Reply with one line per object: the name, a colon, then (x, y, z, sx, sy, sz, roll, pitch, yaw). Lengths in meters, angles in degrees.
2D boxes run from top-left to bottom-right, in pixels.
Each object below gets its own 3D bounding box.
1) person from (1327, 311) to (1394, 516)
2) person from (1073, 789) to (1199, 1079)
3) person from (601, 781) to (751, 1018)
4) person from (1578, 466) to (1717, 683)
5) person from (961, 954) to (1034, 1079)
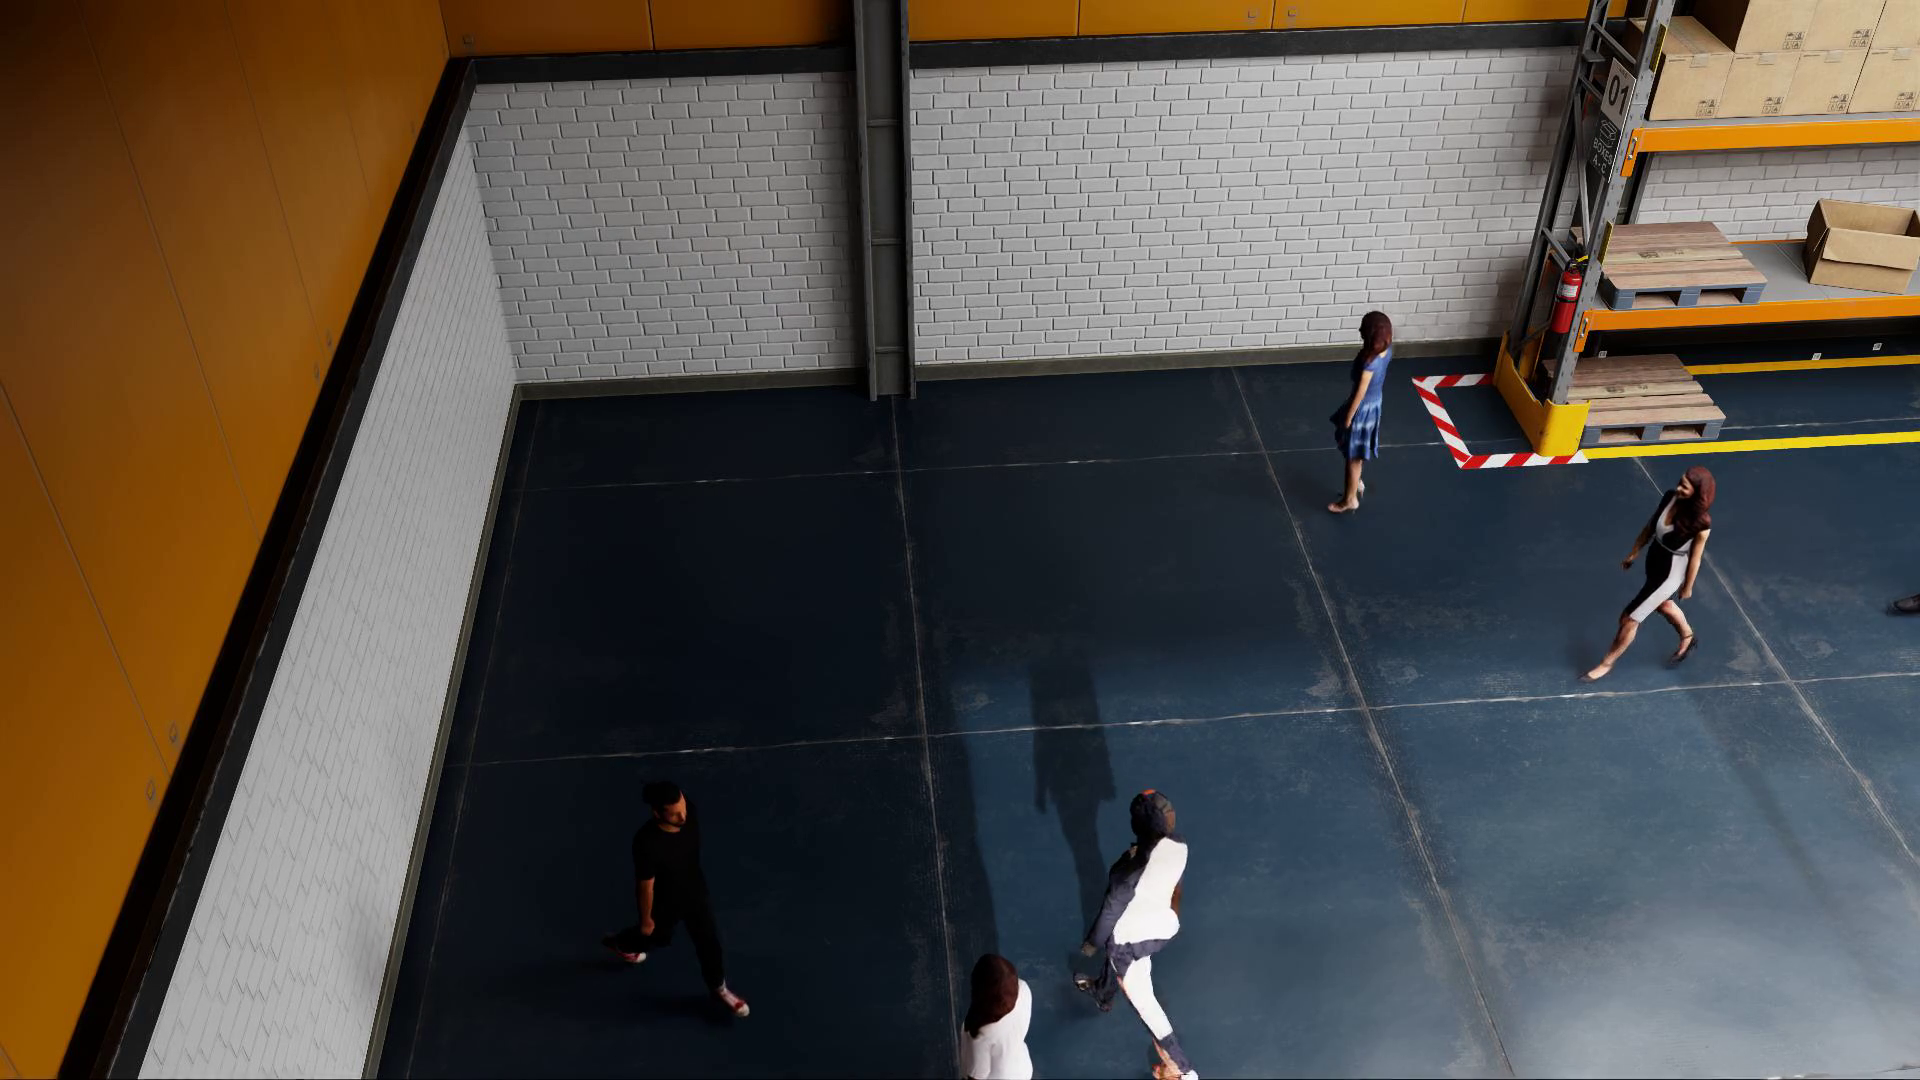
person: (3.063, -0.906, 12.416, 0.833, 1.798, 0.809, 15, 41, 18)
person: (0.985, 2.096, 8.611, 1.232, 1.855, 1.209, 30, 47, 32)
person: (-1.625, 1.880, 8.992, 1.240, 1.716, 1.075, 20, 43, 23)
person: (4.729, 0.228, 11.029, 1.144, 1.755, 0.684, -7, 39, -9)
person: (0.206, 2.607, 8.021, 0.728, 1.793, 0.677, 25, 45, 28)
